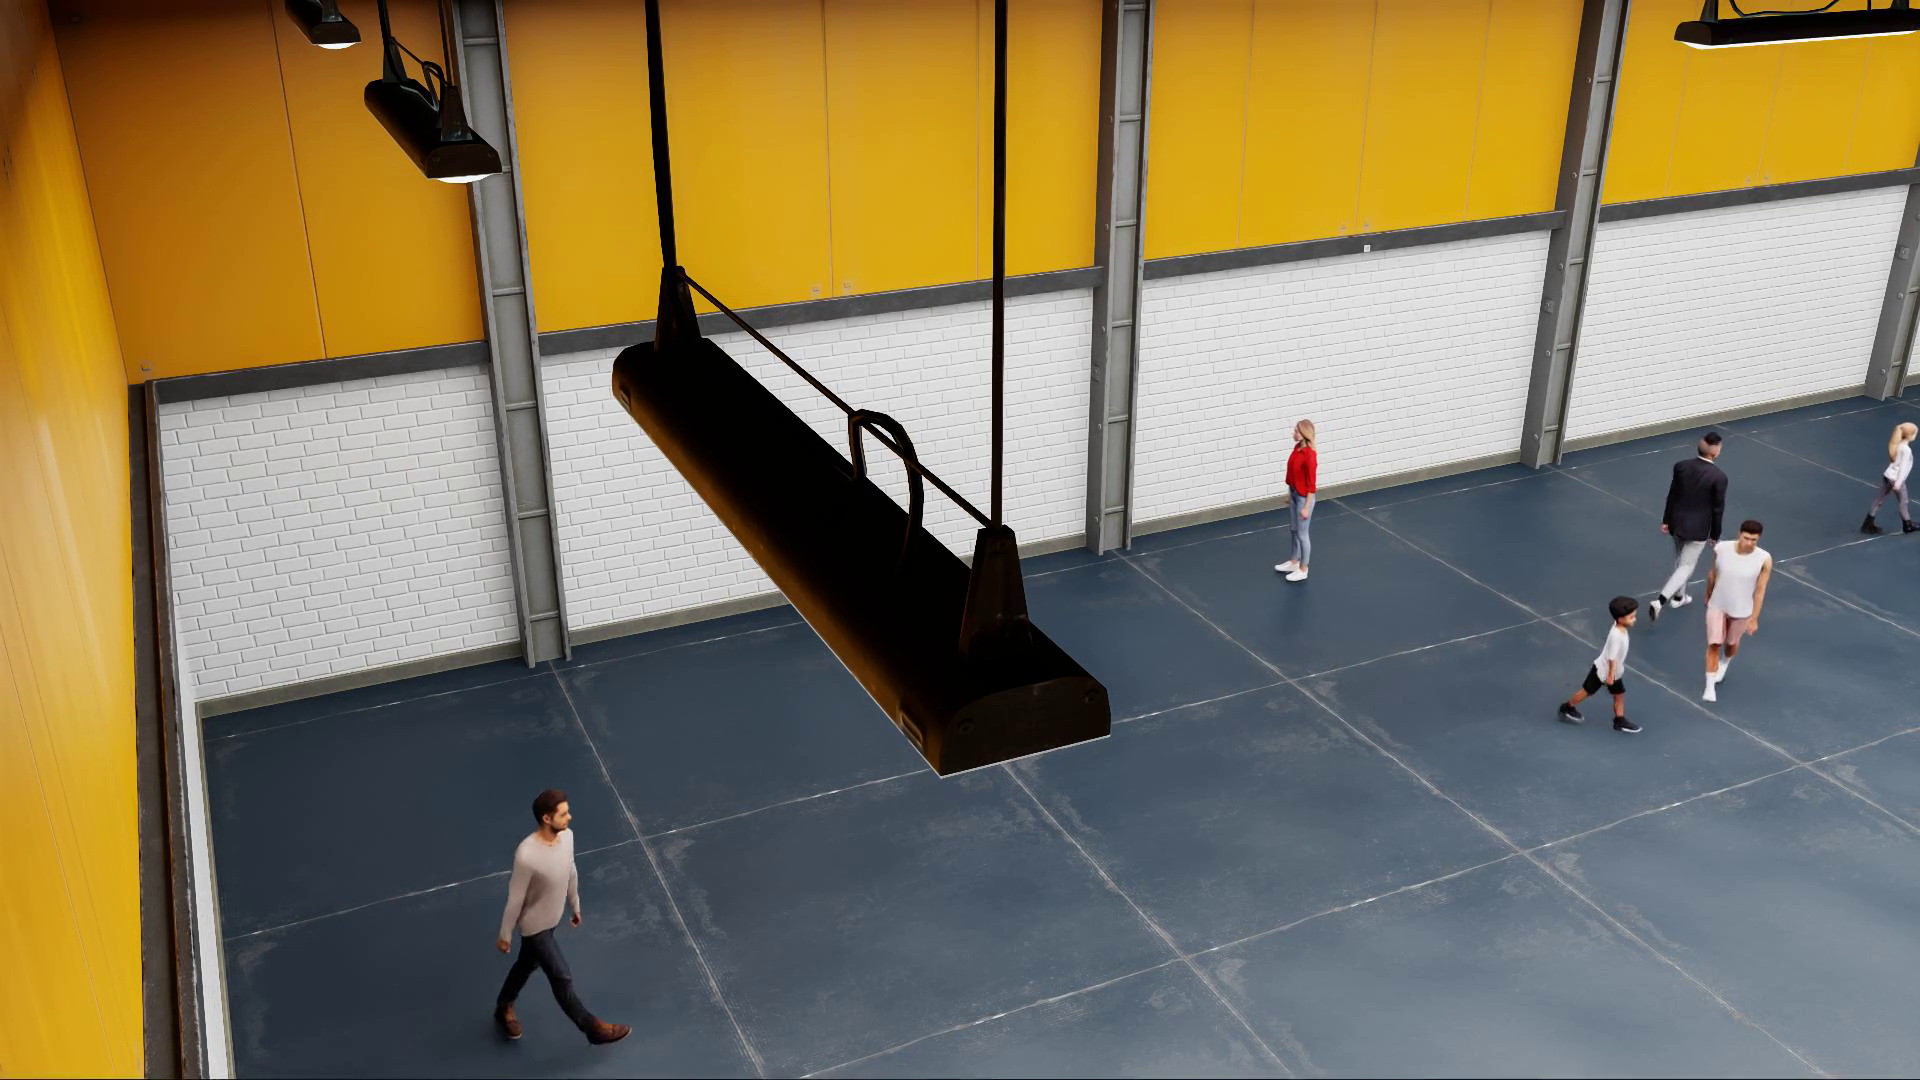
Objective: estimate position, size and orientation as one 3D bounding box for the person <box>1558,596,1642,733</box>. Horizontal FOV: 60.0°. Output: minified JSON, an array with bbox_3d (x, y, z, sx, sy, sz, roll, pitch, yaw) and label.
[{"bbox_3d":[5.431,1.042,14.078,0.879,1.227,0.893,12,26,26],"label":"person"}]

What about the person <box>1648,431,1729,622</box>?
[{"bbox_3d":[6.914,-0.110,15.857,1.222,1.913,0.881,-18,29,-35],"label":"person"}]

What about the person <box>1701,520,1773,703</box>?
[{"bbox_3d":[6.763,0.565,14.581,1.058,1.700,1.243,16,28,32],"label":"person"}]

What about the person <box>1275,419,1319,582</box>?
[{"bbox_3d":[3.453,-0.412,16.809,0.589,1.704,0.659,-5,24,-11],"label":"person"}]

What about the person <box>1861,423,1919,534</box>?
[{"bbox_3d":[10.000,-0.648,17.914,0.929,1.251,0.759,1,24,3],"label":"person"}]

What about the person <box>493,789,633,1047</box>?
[{"bbox_3d":[-2.679,2.378,10.313,1.278,1.795,1.209,11,26,23],"label":"person"}]
